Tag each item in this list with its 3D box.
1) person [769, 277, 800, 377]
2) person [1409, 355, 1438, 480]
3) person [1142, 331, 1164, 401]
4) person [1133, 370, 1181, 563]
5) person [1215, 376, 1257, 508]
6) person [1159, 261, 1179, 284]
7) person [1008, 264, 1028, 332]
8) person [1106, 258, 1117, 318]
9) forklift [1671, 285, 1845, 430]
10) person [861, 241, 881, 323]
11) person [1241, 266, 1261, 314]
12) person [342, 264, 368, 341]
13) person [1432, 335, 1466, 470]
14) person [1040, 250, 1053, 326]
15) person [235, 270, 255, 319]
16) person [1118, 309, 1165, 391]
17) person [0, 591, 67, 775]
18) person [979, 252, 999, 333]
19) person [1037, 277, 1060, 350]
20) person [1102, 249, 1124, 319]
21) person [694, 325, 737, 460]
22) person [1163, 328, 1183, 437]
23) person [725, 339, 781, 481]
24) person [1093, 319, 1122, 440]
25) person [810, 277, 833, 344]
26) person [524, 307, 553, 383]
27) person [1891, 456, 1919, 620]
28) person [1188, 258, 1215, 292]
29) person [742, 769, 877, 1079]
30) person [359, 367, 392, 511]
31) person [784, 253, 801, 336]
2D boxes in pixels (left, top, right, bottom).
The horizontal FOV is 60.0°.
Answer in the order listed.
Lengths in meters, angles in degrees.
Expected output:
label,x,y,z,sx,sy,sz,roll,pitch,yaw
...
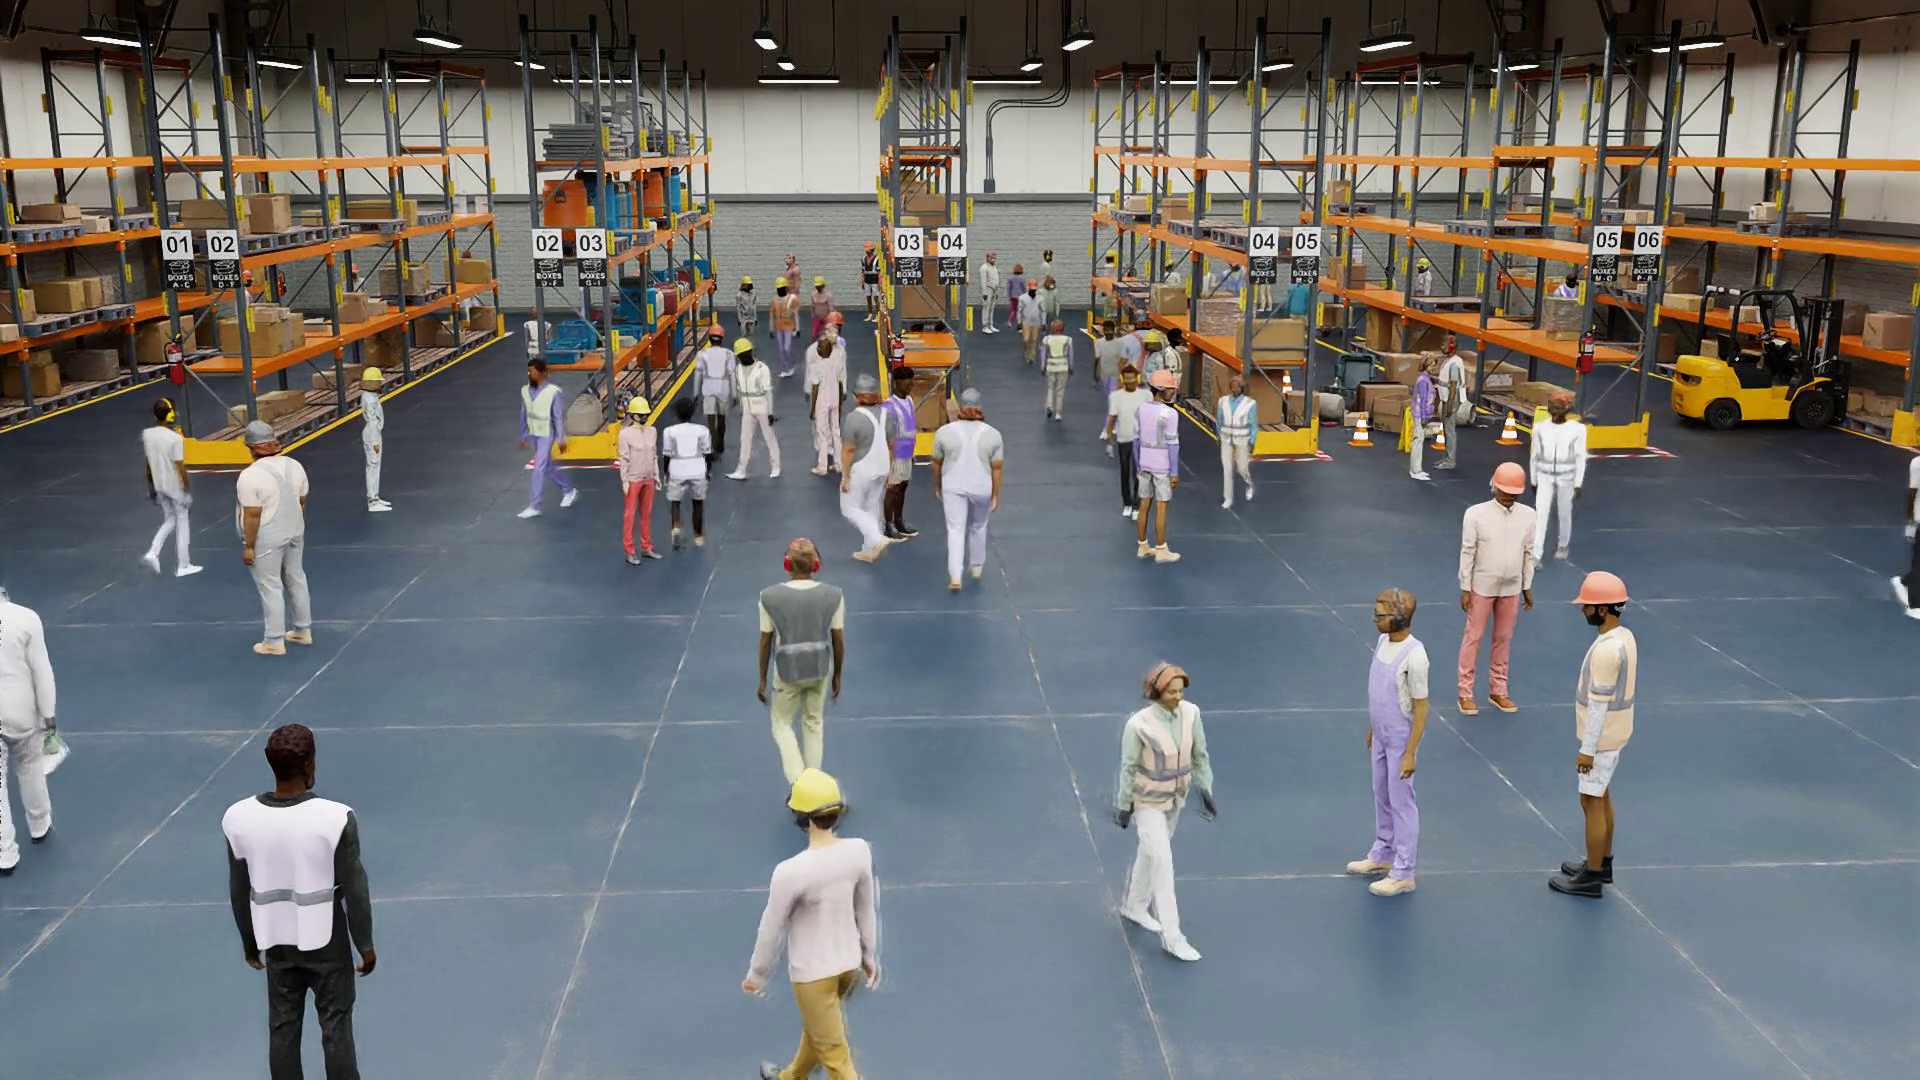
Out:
label,x,y,z,sx,sy,sz,roll,pitch,yaw
person,-3.362,-4.033,31.627,0.624,1.907,0.477,6,14,23
person,6.118,-1.621,22.000,0.313,1.637,0.513,4,14,15
person,2.753,-2.132,23.931,0.293,1.746,0.484,-4,14,-17
person,2.094,-0.781,17.578,0.394,2.040,0.609,-10,16,-36
person,3.376,-1.205,20.270,0.517,1.625,0.439,9,16,32
person,4.983,-5.818,39.608,0.523,1.722,0.873,-5,14,-19
person,1.376,-5.735,39.469,0.526,1.626,0.350,9,16,34
person,3.902,-6.558,42.914,0.522,1.636,0.310,-12,18,-42
forklift,12.503,-2.886,26.166,2.313,2.155,1.214,-1,13,-3
person,-2.235,-6.455,41.650,0.612,2.029,0.410,9,16,33
person,7.666,-6.878,43.741,0.579,1.881,0.342,9,16,33
person,-13.668,-5.373,37.641,0.564,1.752,0.339,-8,16,-31
person,6.682,-1.872,22.650,0.389,1.837,0.560,2,13,7
person,2.143,-6.186,40.881,0.473,1.856,0.534,-2,13,-7
person,-13.875,-4.249,32.392,0.405,1.989,0.623,-9,16,-34
person,2.612,-2.364,24.280,0.689,2.000,0.535,-4,14,-17
person,-6.489,0.855,11.202,0.502,1.807,0.971,2,13,10
person,0.722,-5.864,39.408,0.409,1.904,0.640,6,15,25
person,1.877,-4.849,35.775,0.549,1.579,0.867,-4,14,-17
person,3.756,-6.186,40.814,0.941,1.894,0.597,9,16,33
person,-3.447,-2.076,23.444,0.586,1.874,1.019,-2,13,-9
person,3.163,-2.335,24.922,0.321,1.686,0.539,2,13,10
person,-2.692,-1.704,21.874,0.723,1.861,0.935,8,15,30
person,2.303,-2.467,25.219,0.534,1.820,0.903,6,14,23
person,-2.846,-4.493,33.944,0.545,1.735,0.739,5,14,20
person,-7.296,-3.237,28.866,0.508,1.629,0.314,1,13,3
person,8.941,-0.184,15.445,0.515,1.856,0.496,-4,14,-16
person,5.209,-5.188,36.334,0.633,1.988,1.030,-2,13,-10
person,-0.650,1.824,7.216,0.892,1.719,0.541,11,17,40
person,-7.055,-1.219,20.089,0.323,1.737,0.486,-6,14,-22
person,-3.941,-5.728,38.822,0.408,1.906,0.652,-6,14,-22
